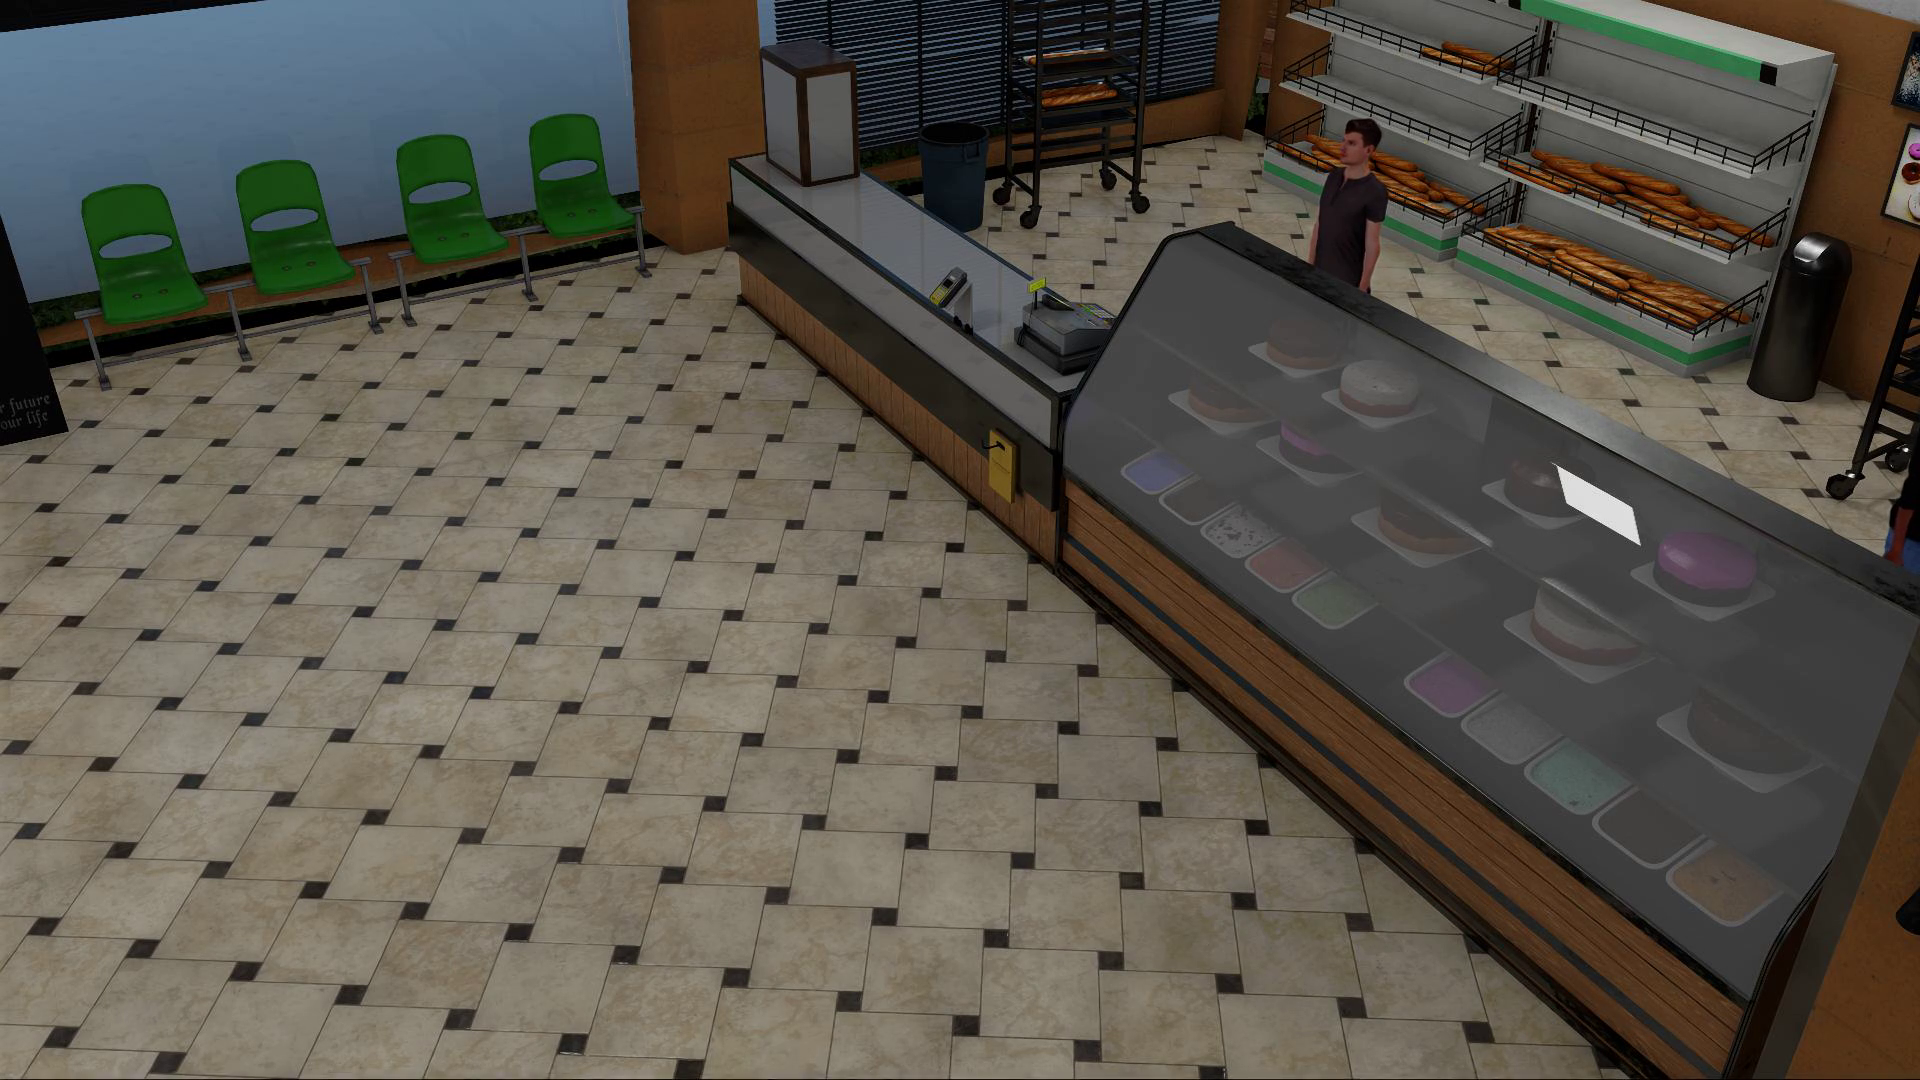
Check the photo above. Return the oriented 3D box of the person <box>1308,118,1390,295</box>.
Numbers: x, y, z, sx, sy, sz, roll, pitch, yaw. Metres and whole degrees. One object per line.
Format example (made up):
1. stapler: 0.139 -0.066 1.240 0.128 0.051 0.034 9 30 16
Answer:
1. person: 2.143 -1.459 9.336 0.524 1.854 0.633 -17 36 -25
